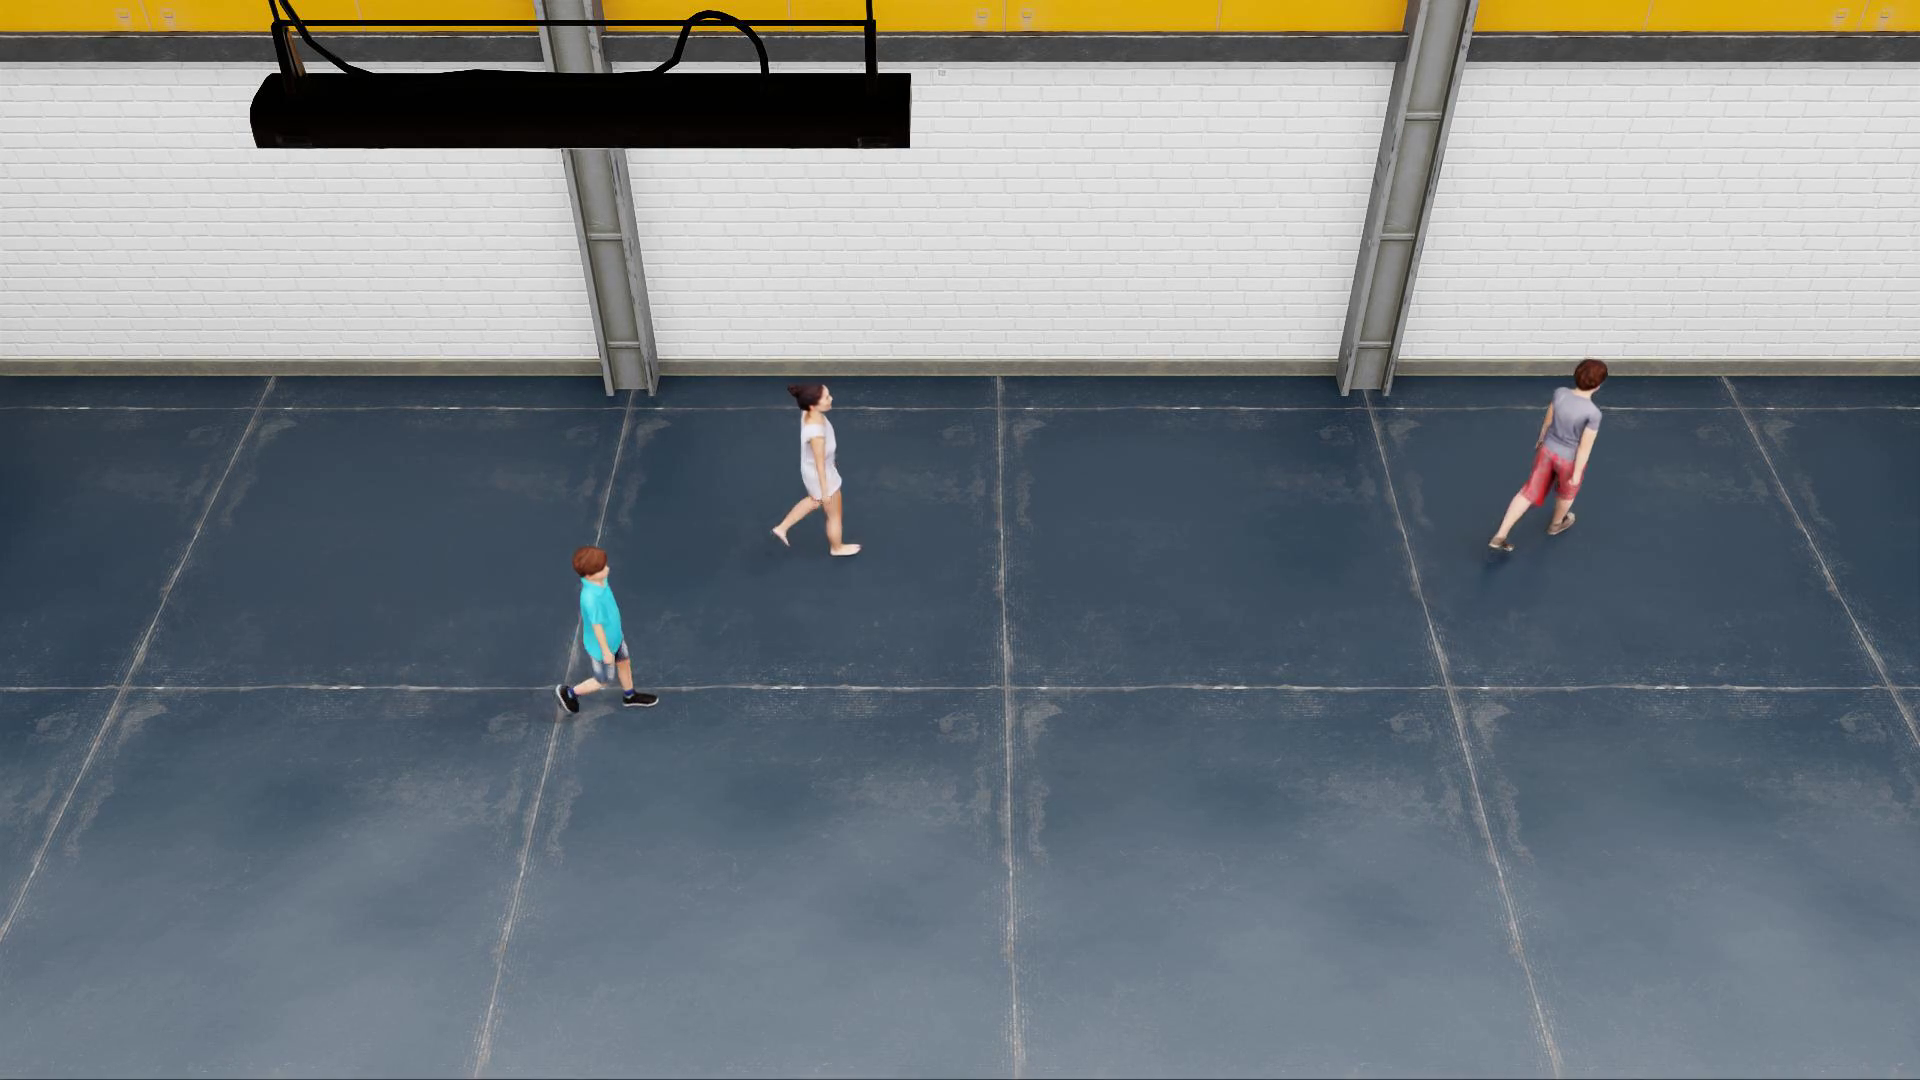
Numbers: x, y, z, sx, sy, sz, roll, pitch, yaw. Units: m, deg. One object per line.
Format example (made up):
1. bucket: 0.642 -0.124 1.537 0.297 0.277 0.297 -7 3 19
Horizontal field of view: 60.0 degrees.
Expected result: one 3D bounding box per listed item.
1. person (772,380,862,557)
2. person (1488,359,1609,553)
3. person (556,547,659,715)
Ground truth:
1. person: -1.055 -0.471 11.678 0.910 1.590 0.688 -8 44 -9
2. person: 4.174 -0.551 11.737 1.171 1.624 1.019 -28 50 -26
3. person: -2.348 0.613 10.650 0.847 1.438 0.542 1 44 1
